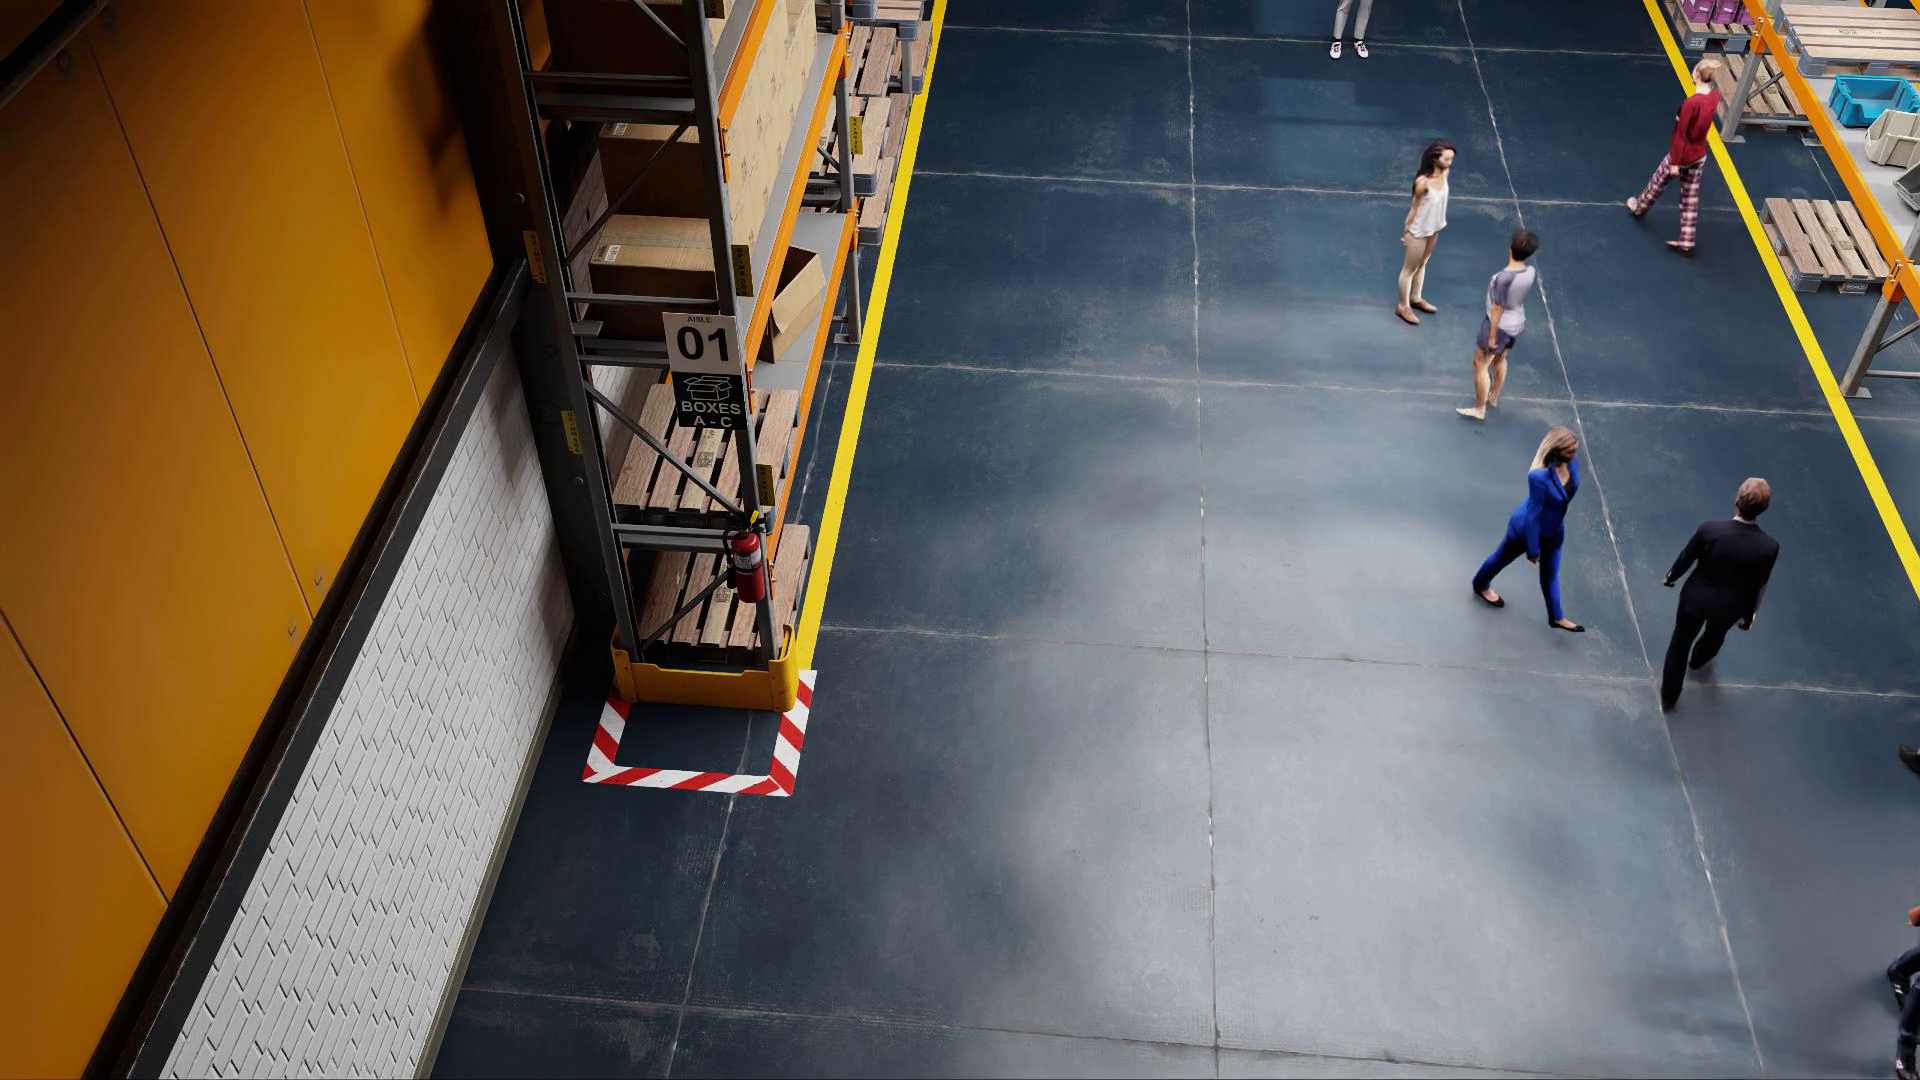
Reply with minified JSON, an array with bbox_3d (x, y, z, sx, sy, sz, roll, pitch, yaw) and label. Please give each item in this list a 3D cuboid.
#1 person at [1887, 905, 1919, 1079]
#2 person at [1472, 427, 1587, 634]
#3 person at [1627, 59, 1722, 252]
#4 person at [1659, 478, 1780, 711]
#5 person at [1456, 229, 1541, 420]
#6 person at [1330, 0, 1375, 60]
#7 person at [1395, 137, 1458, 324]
[{"bbox_3d":[5.313,1.957,8.821,0.672,1.834,1.053,4,44,5],"label":"person"},{"bbox_3d":[3.752,-0.132,11.136,1.084,1.665,1.125,-32,52,-29],"label":"person"},{"bbox_3d":[6.368,-3.297,14.472,0.970,1.646,1.169,-23,48,-22],"label":"person"},{"bbox_3d":[4.741,0.392,10.490,0.928,1.797,1.083,19,47,19],"label":"person"},{"bbox_3d":[4.198,-1.638,12.813,0.845,1.532,0.796,29,51,27],"label":"person"},{"bbox_3d":[4.129,-5.892,16.970,0.725,1.958,0.624,-1,44,-1],"label":"person"},{"bbox_3d":[3.810,-2.584,13.719,0.729,1.652,0.668,-4,44,-4],"label":"person"}]
